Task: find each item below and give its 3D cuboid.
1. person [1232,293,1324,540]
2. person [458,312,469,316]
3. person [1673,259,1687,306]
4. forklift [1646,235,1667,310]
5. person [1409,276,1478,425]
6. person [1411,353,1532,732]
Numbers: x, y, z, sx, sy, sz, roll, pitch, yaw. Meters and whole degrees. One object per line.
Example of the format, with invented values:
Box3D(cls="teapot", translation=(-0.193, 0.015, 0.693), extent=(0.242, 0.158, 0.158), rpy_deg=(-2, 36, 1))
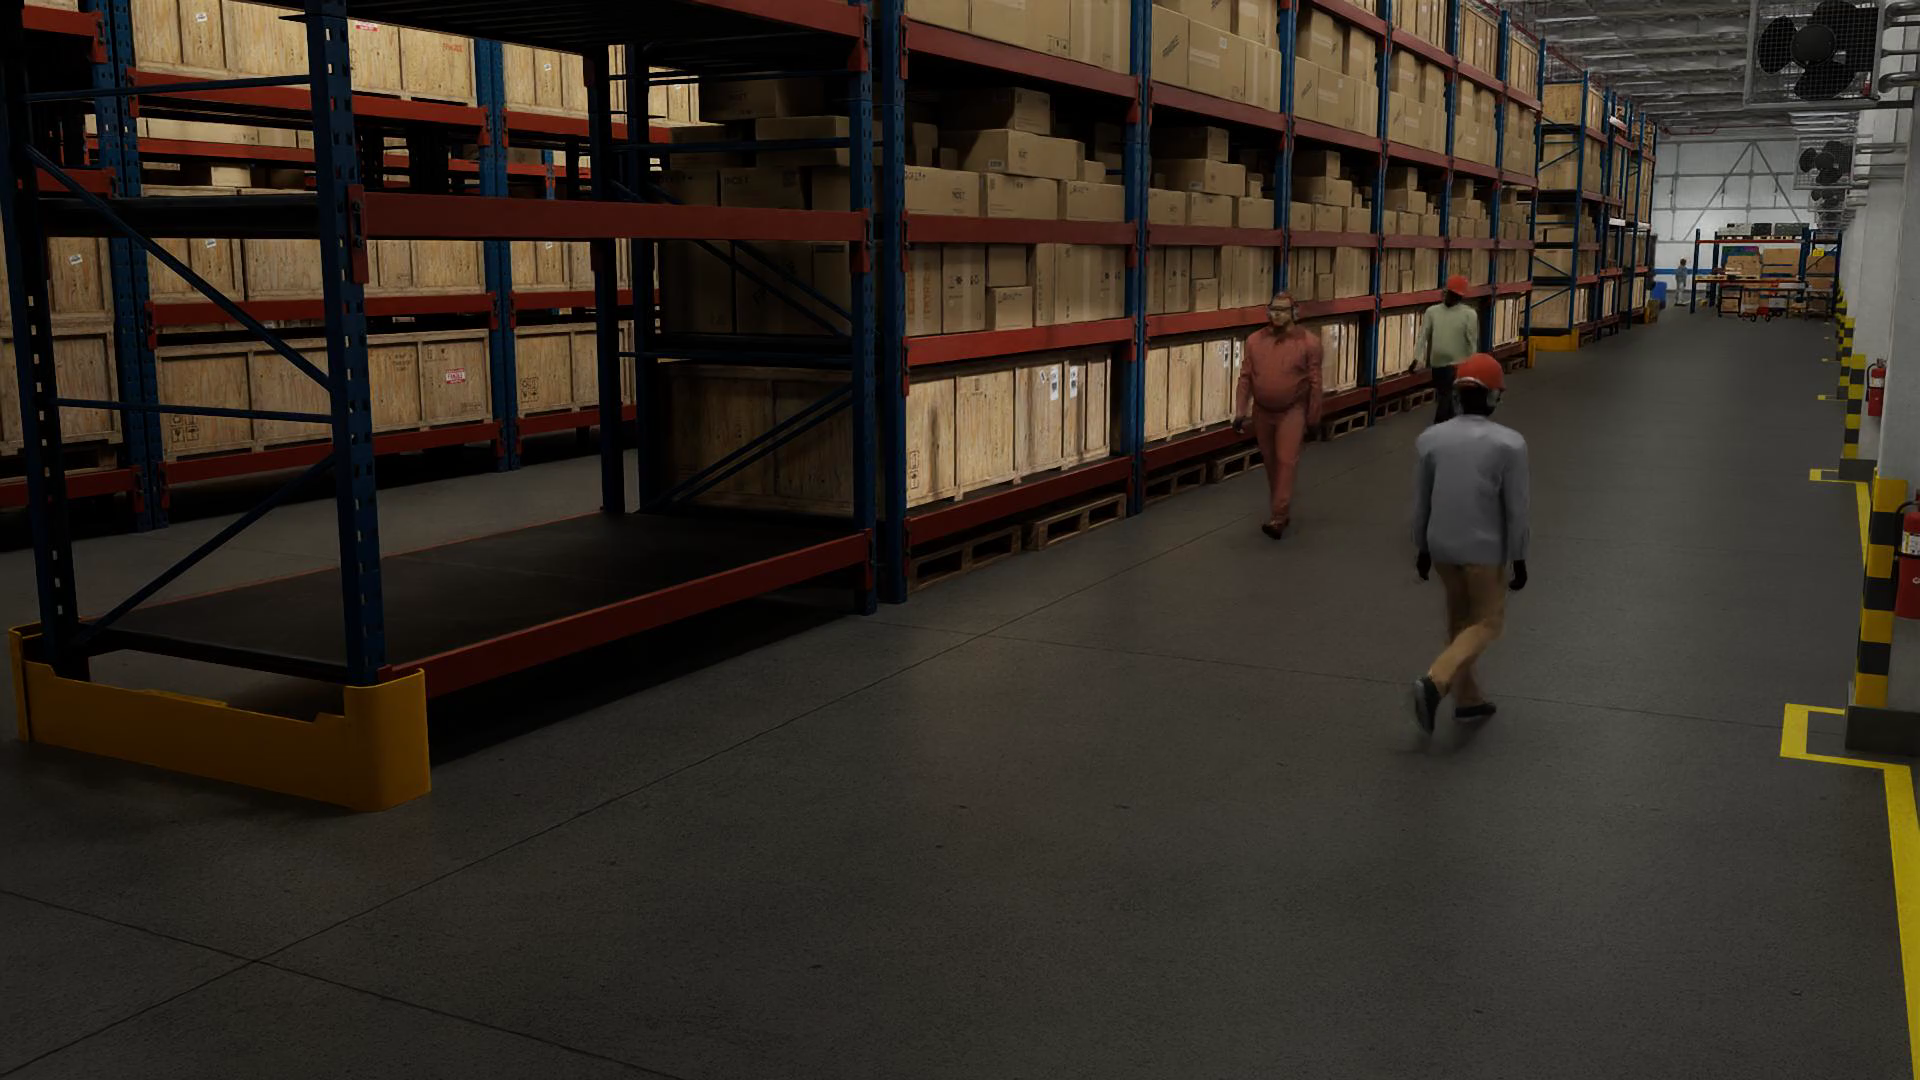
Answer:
Box3D(cls="person", translation=(2.428, -0.954, 12.803), extent=(0.638, 1.862, 0.996), rpy_deg=(6, 12, 32))
Box3D(cls="person", translation=(-6.466, -2.380, 21.548), extent=(0.502, 1.695, 0.919), rpy_deg=(4, 11, 23))
Box3D(cls="person", translation=(29.370, -10.481, 67.790), extent=(0.368, 1.929, 0.662), rpy_deg=(-2, 10, -12))
Box3D(cls="forklift", translation=(25.663, -10.052, 62.539), extent=(1.873, 2.768, 1.129), rpy_deg=(-7, 12, -35))
Box3D(cls="person", translation=(5.423, -1.971, 18.527), extent=(0.634, 1.931, 1.002), rpy_deg=(9, 13, 42))
Box3D(cls="person", translation=(2.270, 0.024, 7.523), extent=(0.681, 1.726, 0.575), rpy_deg=(-7, 12, -36))
